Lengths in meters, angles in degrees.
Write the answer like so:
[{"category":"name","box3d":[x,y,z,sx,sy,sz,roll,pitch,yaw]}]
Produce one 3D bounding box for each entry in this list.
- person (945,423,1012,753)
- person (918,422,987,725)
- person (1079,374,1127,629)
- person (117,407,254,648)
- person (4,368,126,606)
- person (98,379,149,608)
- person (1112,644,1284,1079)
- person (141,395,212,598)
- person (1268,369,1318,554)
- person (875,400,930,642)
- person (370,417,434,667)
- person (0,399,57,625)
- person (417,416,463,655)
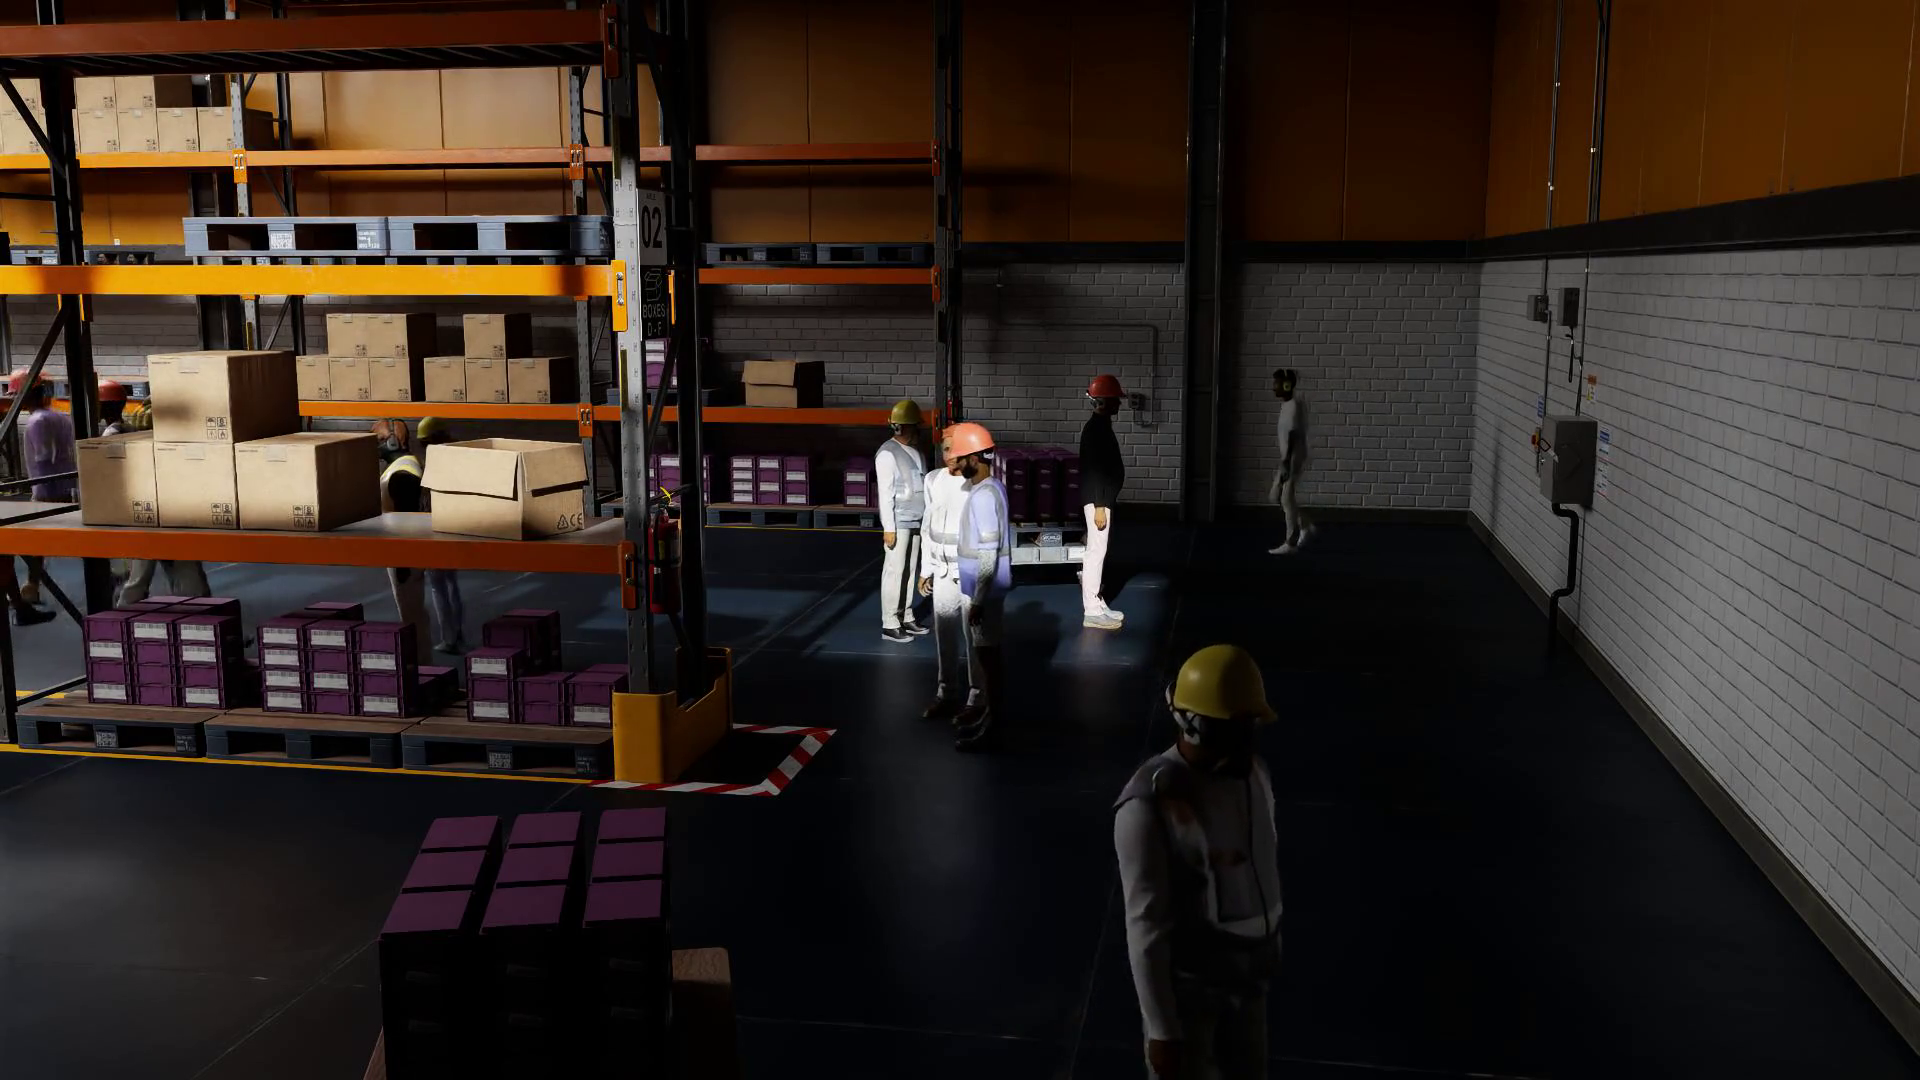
[{"category":"person","box3d":[0.107,0.281,9.704,0.391,1.924,0.547,1,9,5]},{"category":"person","box3d":[-0.008,0.207,10.312,0.584,1.878,0.364,7,12,38]},{"category":"person","box3d":[1.122,-0.308,13.139,0.376,1.995,0.612,2,9,10]},{"category":"person","box3d":[-5.694,-0.045,11.917,1.065,1.864,0.589,1,9,6]},{"category":"person","box3d":[-7.620,-0.451,13.997,0.886,2.011,0.633,-2,9,-13]},{"category":"person","box3d":[-6.774,-0.322,13.398,0.363,1.939,0.542,-2,9,-10]},{"category":"person","box3d":[0.658,1.172,4.475,0.603,1.829,0.403,-9,13,-43]},{"category":"person","box3d":[-5.743,-0.123,12.179,0.629,1.935,0.371,7,12,39]},{"category":"person","box3d":[3.283,-0.769,16.459,0.442,1.850,0.552,0,9,-2]},{"category":"person","box3d":[-0.416,-0.151,12.667,0.404,1.829,0.600,4,10,23]},{"category":"person","box3d":[-3.747,0.095,11.151,0.430,1.836,0.620,-4,10,-22]},{"category":"person","box3d":[-7.607,-0.197,12.830,0.584,1.897,0.992,9,13,44]},{"category":"person","box3d":[-3.852,-0.033,12.210,0.521,1.750,0.526,8,12,39]}]
